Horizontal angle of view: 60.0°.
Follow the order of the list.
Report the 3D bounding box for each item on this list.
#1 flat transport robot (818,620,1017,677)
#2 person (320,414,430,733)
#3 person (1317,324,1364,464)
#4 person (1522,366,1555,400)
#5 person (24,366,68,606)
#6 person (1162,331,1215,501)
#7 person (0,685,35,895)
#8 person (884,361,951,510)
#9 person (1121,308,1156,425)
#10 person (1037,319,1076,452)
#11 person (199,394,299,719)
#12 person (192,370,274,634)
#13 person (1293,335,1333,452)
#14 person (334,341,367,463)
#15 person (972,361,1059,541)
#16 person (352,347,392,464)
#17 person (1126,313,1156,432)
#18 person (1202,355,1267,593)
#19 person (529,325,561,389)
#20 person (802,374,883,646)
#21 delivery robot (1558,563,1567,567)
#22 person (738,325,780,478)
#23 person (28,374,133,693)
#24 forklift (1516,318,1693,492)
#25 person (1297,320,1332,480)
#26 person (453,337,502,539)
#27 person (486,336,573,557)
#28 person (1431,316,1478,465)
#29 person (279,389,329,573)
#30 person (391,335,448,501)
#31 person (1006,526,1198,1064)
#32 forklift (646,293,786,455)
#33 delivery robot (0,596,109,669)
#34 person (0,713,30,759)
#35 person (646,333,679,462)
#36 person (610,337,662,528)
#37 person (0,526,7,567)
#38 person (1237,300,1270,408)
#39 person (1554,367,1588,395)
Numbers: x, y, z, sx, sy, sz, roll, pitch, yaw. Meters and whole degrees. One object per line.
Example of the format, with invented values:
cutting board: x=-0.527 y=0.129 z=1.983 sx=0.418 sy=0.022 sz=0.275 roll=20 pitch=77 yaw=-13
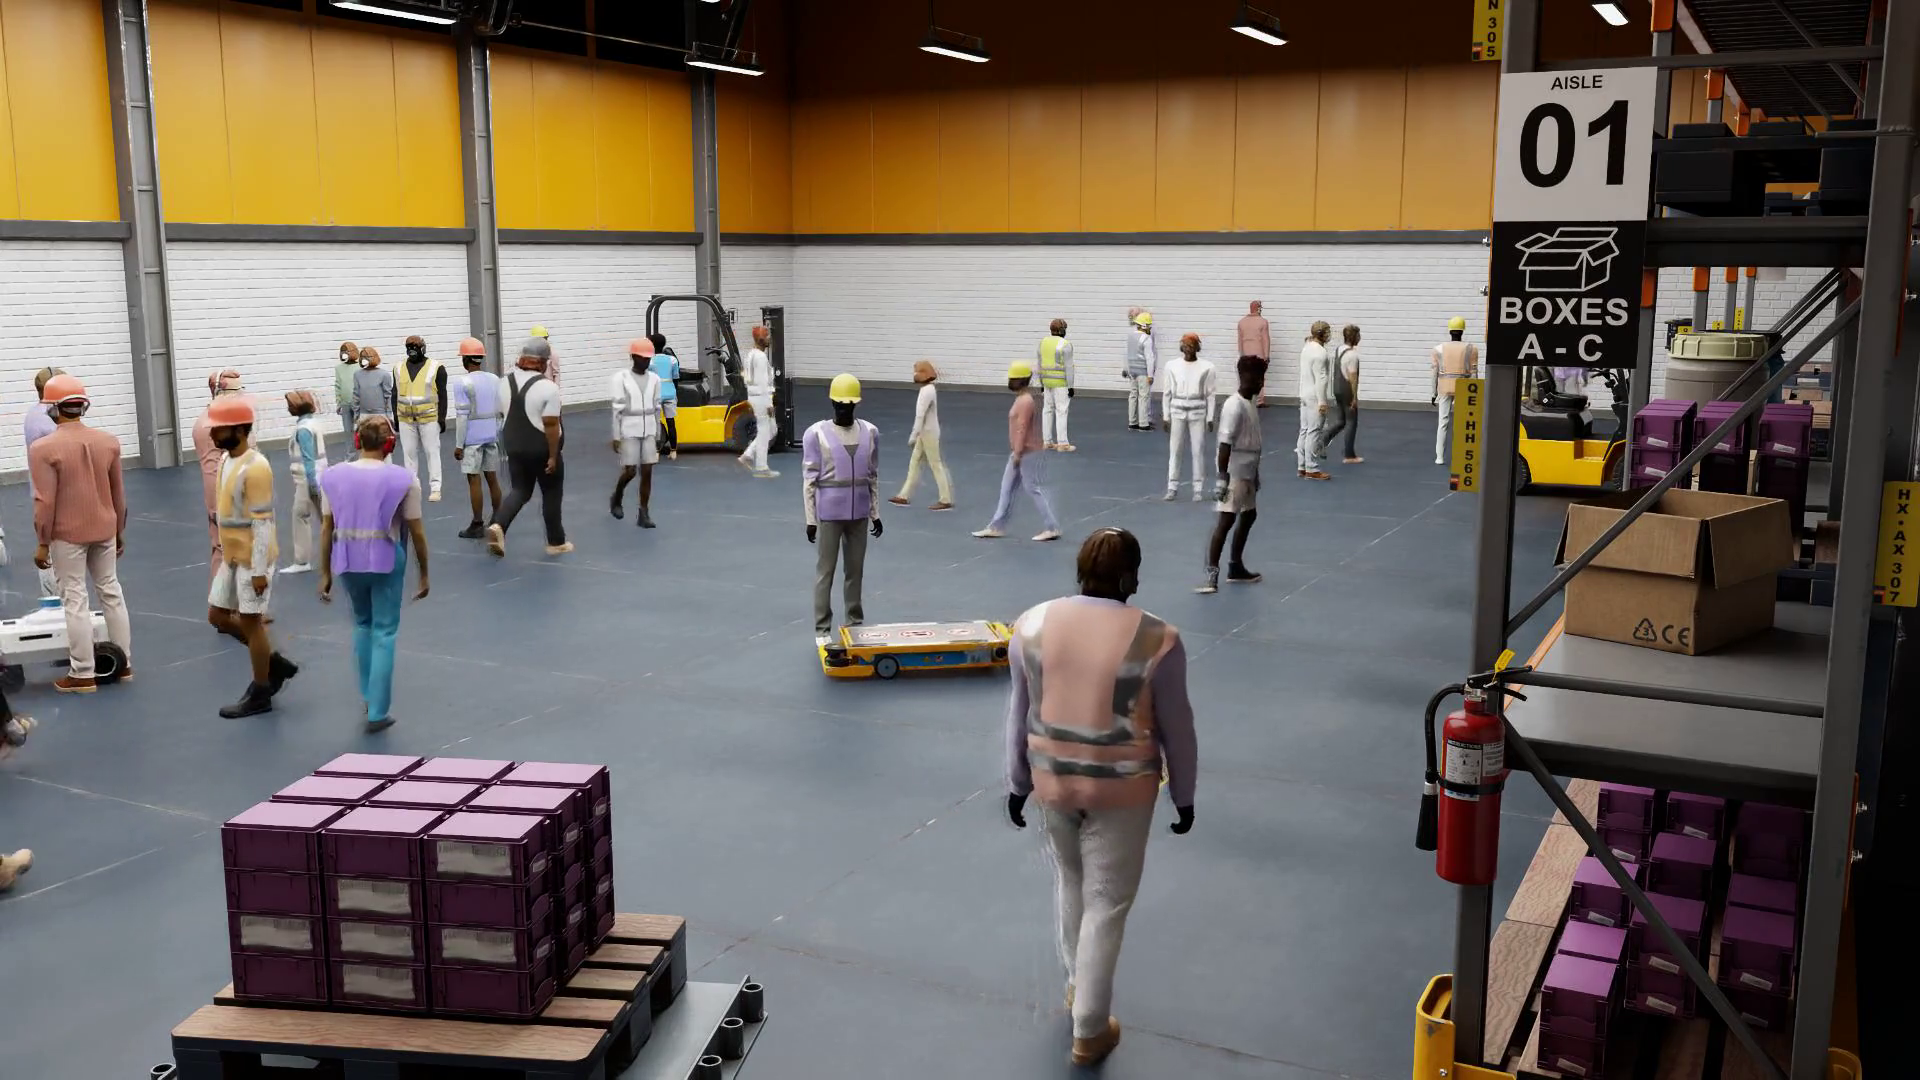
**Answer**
flat transport robot: x=-0.208 y=0.711 z=11.071 sx=1.431 sy=0.197 sz=0.652 roll=-1 pitch=10 yaw=-9
person: x=-3.375 y=0.174 z=9.707 sx=0.588 sy=1.814 sz=0.721 roll=0 pitch=10 yaw=2
person: x=4.974 y=-1.886 z=21.615 sx=0.595 sy=1.827 sz=0.526 roll=-4 pitch=10 yaw=-21
person: x=7.678 y=-2.001 z=22.365 sx=0.604 sy=1.801 sz=0.562 roll=7 pitch=12 yaw=36
person: x=-6.502 y=-0.284 z=12.014 sx=0.359 sy=1.937 sz=0.635 roll=-9 pitch=13 yaw=-41
person: x=2.525 y=-1.364 z=18.430 sx=0.581 sy=1.881 sz=0.338 roll=2 pitch=10 yaw=14
person: x=-4.165 y=0.772 z=6.757 sx=0.546 sy=1.632 sz=0.898 roll=2 pitch=10 yaw=13
person: x=-0.461 y=-1.103 z=17.741 sx=0.795 sy=1.600 sz=0.502 roll=0 pitch=10 yaw=-1
person: x=2.814 y=-2.767 z=26.584 sx=0.667 sy=1.869 sz=0.658 roll=6 pitch=12 yaw=31
person: x=1.360 y=-2.148 z=23.092 sx=0.429 sy=1.841 sz=0.634 roll=-9 pitch=13 yaw=-41
person: x=-4.230 y=0.096 z=9.837 sx=0.424 sy=1.927 sz=0.563 roll=-9 pitch=14 yaw=-44
person: x=-5.265 y=-0.279 z=12.079 sx=0.407 sy=1.910 sz=0.638 roll=-1 pitch=10 yaw=-3
person: x=4.905 y=-2.018 z=22.962 sx=0.491 sy=1.625 sz=0.535 roll=-5 pitch=11 yaw=-27
person: x=-7.686 y=-1.697 z=21.072 sx=0.501 sy=1.633 sz=0.285 roll=3 pitch=10 yaw=15
person: x=0.563 y=-0.845 z=15.892 sx=0.822 sy=1.725 sz=0.542 roll=-1 pitch=10 yaw=-4
person: x=-7.044 y=-1.504 z=19.957 sx=0.507 sy=1.632 sz=0.265 roll=2 pitch=10 yaw=11
person: x=2.803 y=-2.580 z=25.618 sx=0.403 sy=1.827 sz=0.600 roll=-6 pitch=11 yaw=-30
person: x=2.235 y=-0.545 z=13.622 sx=0.427 sy=1.928 sz=0.830 roll=4 pitch=11 yaw=23
person: x=-5.686 y=-2.030 z=22.621 sx=0.534 sy=1.767 sz=0.314 roll=4 pitch=10 yaw=21
person: x=-0.797 y=-0.192 z=11.523 sx=0.592 sy=1.923 sz=0.381 roll=-6 pitch=12 yaw=-31
delivery robot: x=5.199 y=0.060 z=13.751 sx=0.477 sy=0.478 sz=0.707 roll=6 pitch=12 yaw=32
person: x=-2.416 y=-1.678 z=20.299 sx=0.442 sy=1.866 sz=0.580 roll=-2 pitch=10 yaw=-11
person: x=-5.534 y=-0.041 z=10.448 sx=0.396 sy=1.992 sz=0.623 roll=5 pitch=11 yaw=25
forklift: x=7.066 y=-1.601 z=18.899 sx=2.313 sy=2.155 sz=1.214 roll=5 pitch=11 yaw=27
person: x=4.311 y=-1.699 z=20.207 sx=0.354 sy=1.937 sz=0.635 roll=-1 pitch=10 yaw=-6
person: x=-4.664 y=-0.981 z=16.050 sx=0.354 sy=1.939 sz=0.544 roll=6 pitch=11 yaw=31
person: x=-3.879 y=-0.842 z=14.947 sx=0.689 sy=2.000 sz=0.812 roll=4 pitch=11 yaw=23
person: x=6.394 y=-1.922 z=21.530 sx=0.588 sy=1.927 sz=0.369 roll=4 pitch=11 yaw=22
person: x=-5.471 y=-0.506 z=14.268 sx=0.727 sy=1.606 sz=0.513 roll=-2 pitch=10 yaw=-11
person: x=-5.990 y=-1.341 z=18.415 sx=0.621 sy=1.845 sz=0.429 roll=0 pitch=10 yaw=2
person: x=0.524 y=0.848 z=5.819 sx=0.654 sy=1.811 sz=0.768 roll=5 pitch=11 yaw=27
forklift: x=-3.588 y=-2.317 z=23.042 sx=2.313 sy=2.155 sz=1.214 roll=-1 pitch=10 yaw=-5
delivery robot: x=-5.765 y=0.602 z=10.614 sx=0.707 sy=0.478 sz=0.477 roll=-6 pitch=11 yaw=-30
person: x=-5.151 y=0.302 z=8.499 sx=0.643 sy=1.980 sz=0.468 roll=10 pitch=14 yaw=44
person: x=-3.951 y=-1.879 z=21.946 sx=0.533 sy=1.698 sz=0.318 roll=-7 pitch=12 yaw=-33
person: x=-3.255 y=-1.078 z=16.679 sx=0.573 sy=1.916 sz=0.578 roll=-8 pitch=12 yaw=-38
person: x=-8.588 y=-0.584 z=14.375 sx=0.741 sy=1.718 sz=0.478 roll=9 pitch=13 yaw=42
person: x=5.248 y=-3.301 z=29.569 sx=0.636 sy=1.911 sz=0.406 roll=9 pitch=13 yaw=42
person: x=8.696 y=-2.380 z=24.000 sx=0.656 sy=1.989 sz=0.582 roll=5 pitch=11 yaw=27
